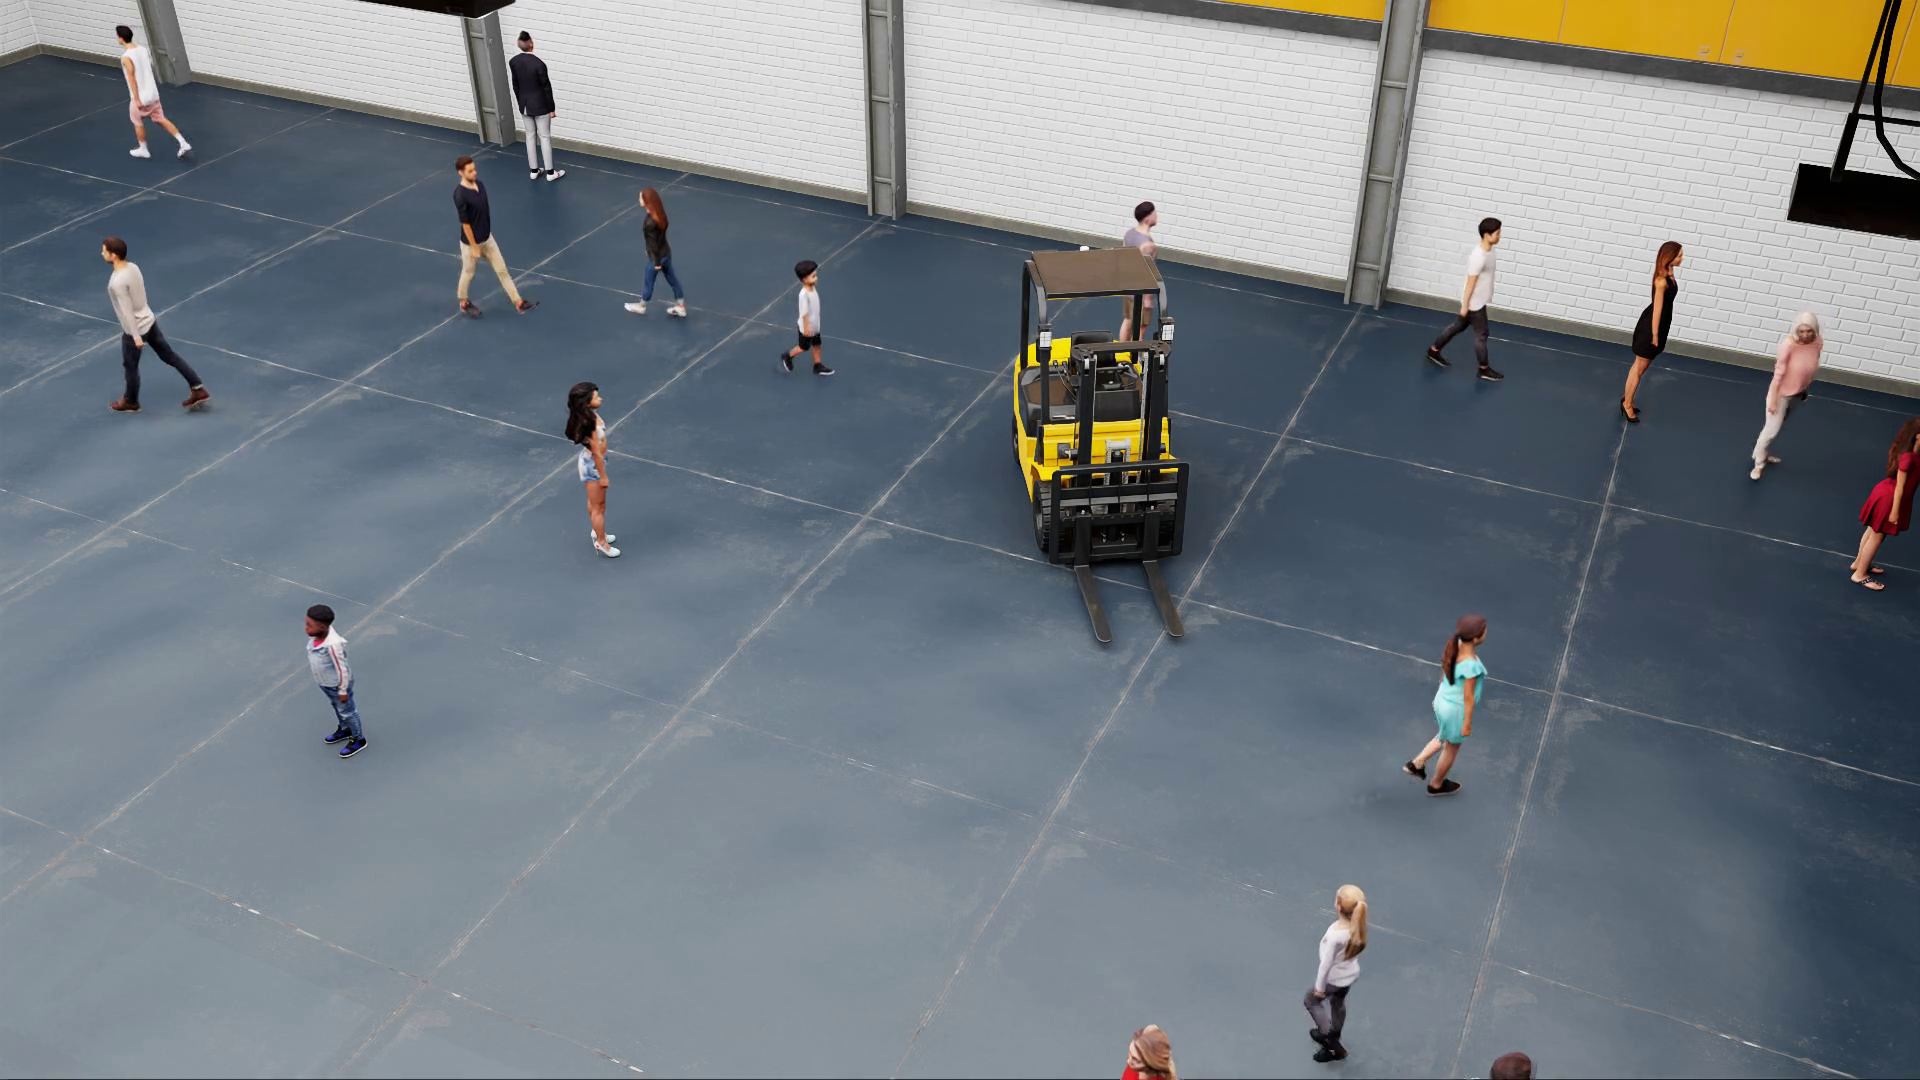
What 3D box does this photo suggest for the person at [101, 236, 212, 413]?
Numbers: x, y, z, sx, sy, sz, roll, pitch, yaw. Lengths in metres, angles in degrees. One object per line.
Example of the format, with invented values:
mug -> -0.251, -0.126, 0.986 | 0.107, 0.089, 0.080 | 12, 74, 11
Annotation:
person -> -7.808, -2.041, 16.038 | 1.308, 1.827, 1.033 | -1, 34, -2

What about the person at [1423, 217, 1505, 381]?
person -> 5.126, -2.453, 16.788 | 1.060, 1.684, 0.649 | 16, 37, 23

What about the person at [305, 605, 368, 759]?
person -> -4.508, 0.985, 11.998 | 0.607, 1.260, 0.522 | -27, 42, -34

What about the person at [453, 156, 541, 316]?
person -> -5.254, -3.211, 17.819 | 1.155, 1.805, 0.663 | 12, 35, 17

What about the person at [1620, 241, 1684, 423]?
person -> 6.642, -2.002, 15.973 | 0.508, 1.835, 0.573 | 15, 36, 21

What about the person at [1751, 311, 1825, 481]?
person -> 7.513, -1.347, 15.120 | 0.801, 1.688, 0.853 | -22, 39, -29

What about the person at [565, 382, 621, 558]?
person -> -3.089, -0.602, 14.055 | 0.718, 1.626, 0.664 | -9, 35, -14

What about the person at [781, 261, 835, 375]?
person -> -1.588, -2.235, 16.853 | 0.781, 1.248, 0.548 | 9, 35, 14

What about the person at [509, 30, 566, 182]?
person -> -5.438, -5.561, 21.230 | 0.554, 1.944, 0.779 | 11, 35, 16

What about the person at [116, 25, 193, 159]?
person -> -10.612, -5.828, 21.796 | 1.181, 1.760, 0.811 | 8, 34, 12

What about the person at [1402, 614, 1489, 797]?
person -> 3.343, 1.166, 11.463 | 0.782, 1.550, 0.706 | -4, 34, -7

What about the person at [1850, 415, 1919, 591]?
person -> 7.684, -0.341, 13.725 | 0.590, 1.557, 0.527 | 14, 36, 20

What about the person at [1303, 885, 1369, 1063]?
person -> 2.247, 2.549, 9.640 | 0.598, 1.265, 0.657 | -27, 42, -34

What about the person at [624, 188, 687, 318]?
person -> -3.168, -3.071, 17.930 | 0.948, 1.449, 0.695 | 5, 34, 8

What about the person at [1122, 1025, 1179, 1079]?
person -> 1.038, 3.064, 8.511 | 1.143, 1.658, 1.112 | -13, 36, -19

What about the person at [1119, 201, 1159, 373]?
person -> 1.783, -2.530, 16.697 | 0.788, 1.846, 0.706 | -14, 36, -20
